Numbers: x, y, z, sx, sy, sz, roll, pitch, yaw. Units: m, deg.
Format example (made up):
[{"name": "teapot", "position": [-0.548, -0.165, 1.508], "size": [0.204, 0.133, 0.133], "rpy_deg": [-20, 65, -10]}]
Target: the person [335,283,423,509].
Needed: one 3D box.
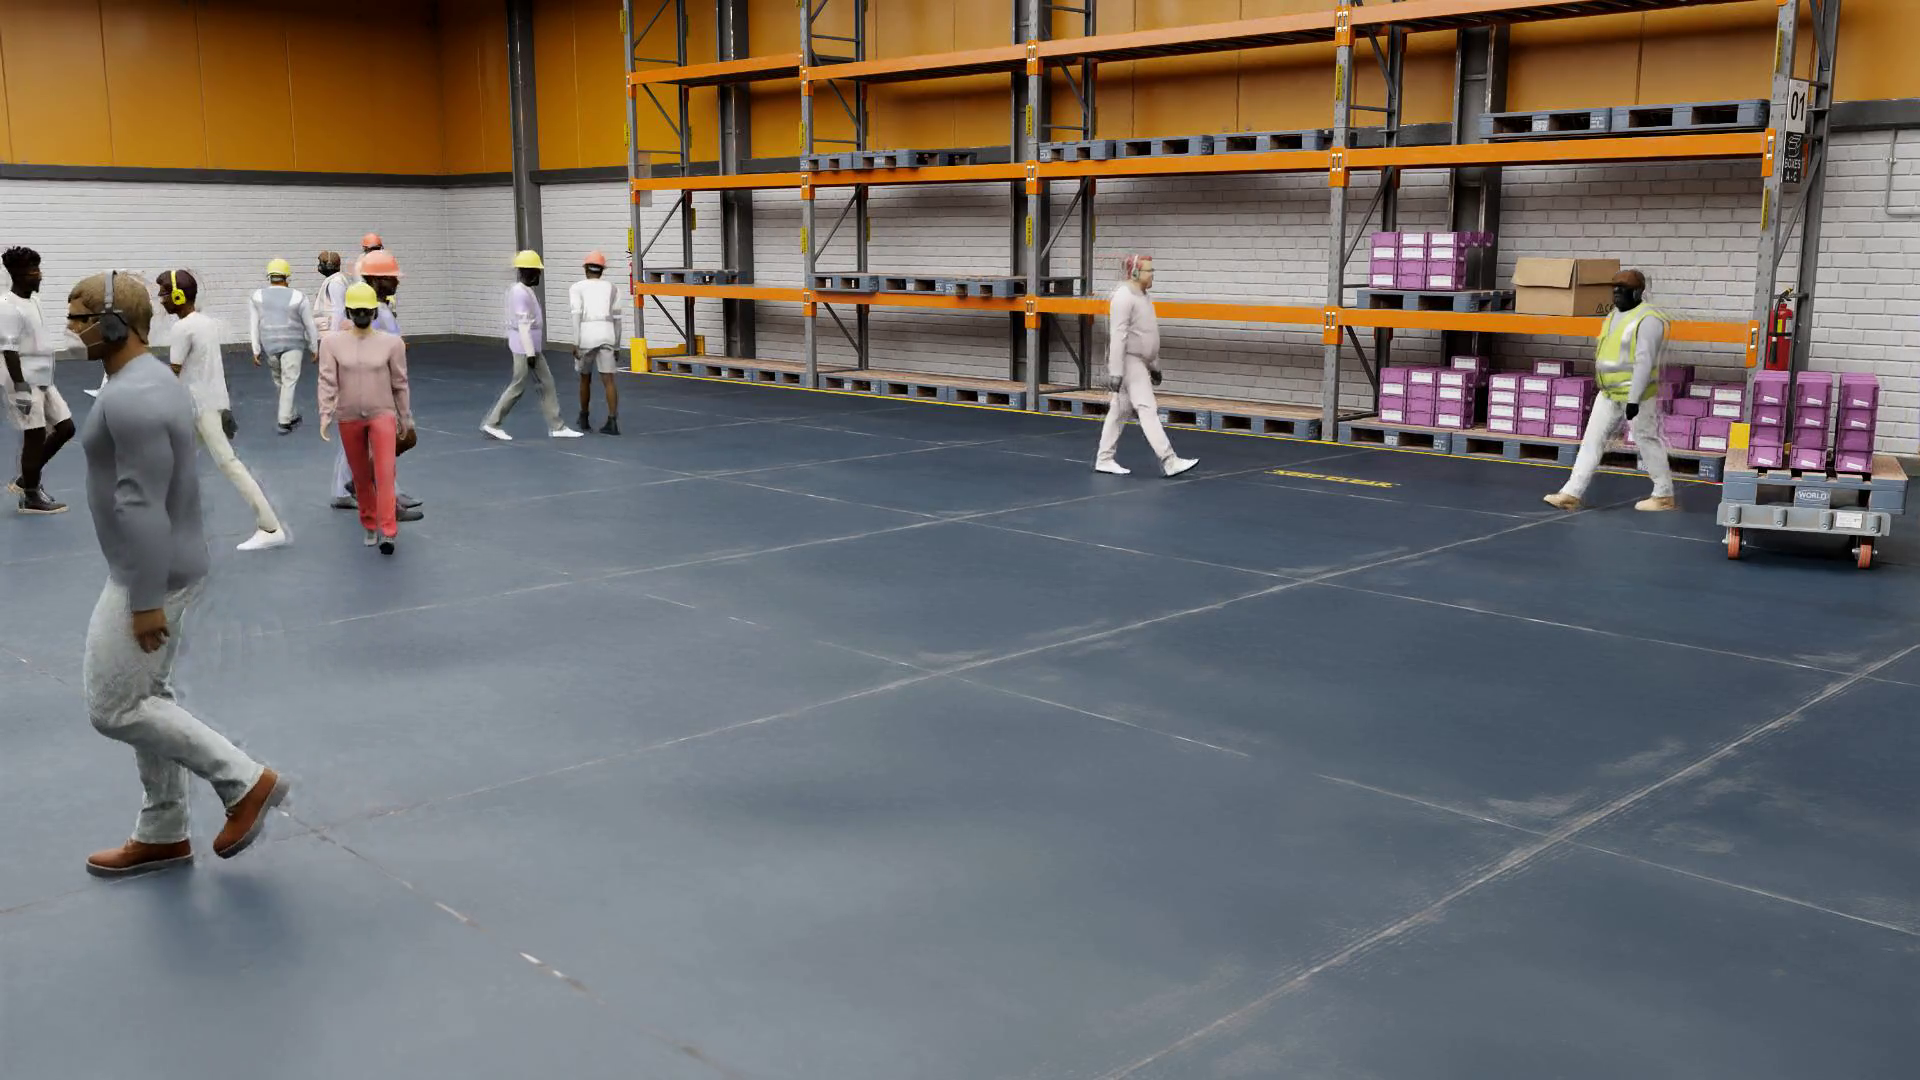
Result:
[{"name": "person", "position": [-4.284, -1.070, 12.234], "size": [0.810, 1.715, 0.554], "rpy_deg": [0, 10, 1]}]

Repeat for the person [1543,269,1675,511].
[{"name": "person", "position": [4.845, -1.076, 12.139], "size": [0.983, 1.782, 0.634], "rpy_deg": [-2, 11, -9]}]

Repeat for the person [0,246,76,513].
[{"name": "person", "position": [-6.717, -1.151, 12.074], "size": [0.431, 1.941, 0.636], "rpy_deg": [-1, 10, -8]}]

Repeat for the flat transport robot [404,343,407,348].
[{"name": "flat transport robot", "position": [-10.032, -3.368, 28.737], "size": [0.652, 0.197, 1.431], "rpy_deg": [-1, 10, -8]}]

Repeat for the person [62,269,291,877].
[{"name": "person", "position": [-2.500, 0.123, 5.196], "size": [0.513, 1.919, 0.644], "rpy_deg": [-4, 11, -23]}]

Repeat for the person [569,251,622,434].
[{"name": "person", "position": [-3.758, -2.034, 17.140], "size": [0.585, 1.852, 1.005], "rpy_deg": [-5, 12, -27]}]

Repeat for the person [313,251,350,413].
[{"name": "person", "position": [-7.167, -2.376, 19.045], "size": [0.429, 1.845, 0.622], "rpy_deg": [-4, 11, -20]}]

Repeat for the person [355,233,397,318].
[{"name": "person", "position": [-8.127, -3.233, 23.157], "size": [0.366, 2.048, 0.610], "rpy_deg": [9, 13, 39]}]

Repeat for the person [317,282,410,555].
[{"name": "person", "position": [-3.782, -0.762, 10.573], "size": [0.536, 1.721, 0.888], "rpy_deg": [-2, 11, -12]}]

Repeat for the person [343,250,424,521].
[{"name": "person", "position": [-4.090, -1.072, 11.712], "size": [0.474, 1.921, 0.552], "rpy_deg": [-1, 10, -4]}]

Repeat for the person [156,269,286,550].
[{"name": "person", "position": [-4.859, -0.811, 10.619], "size": [1.006, 1.809, 0.526], "rpy_deg": [-2, 11, -8]}]

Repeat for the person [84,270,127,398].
[{"name": "person", "position": [-10.279, -2.497, 20.351], "size": [0.871, 1.589, 0.538], "rpy_deg": [-5, 12, -28]}]

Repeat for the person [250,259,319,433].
[{"name": "person", "position": [-6.962, -2.002, 17.178], "size": [0.615, 1.781, 0.947], "rpy_deg": [-1, 10, -4]}]

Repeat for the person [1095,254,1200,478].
[{"name": "person", "position": [1.560, -1.441, 13.882], "size": [0.960, 1.855, 0.673], "rpy_deg": [4, 11, 20]}]

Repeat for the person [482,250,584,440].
[{"name": "person", "position": [-4.301, -1.929, 16.497], "size": [0.951, 1.886, 0.601], "rpy_deg": [-1, 10, -4]}]
